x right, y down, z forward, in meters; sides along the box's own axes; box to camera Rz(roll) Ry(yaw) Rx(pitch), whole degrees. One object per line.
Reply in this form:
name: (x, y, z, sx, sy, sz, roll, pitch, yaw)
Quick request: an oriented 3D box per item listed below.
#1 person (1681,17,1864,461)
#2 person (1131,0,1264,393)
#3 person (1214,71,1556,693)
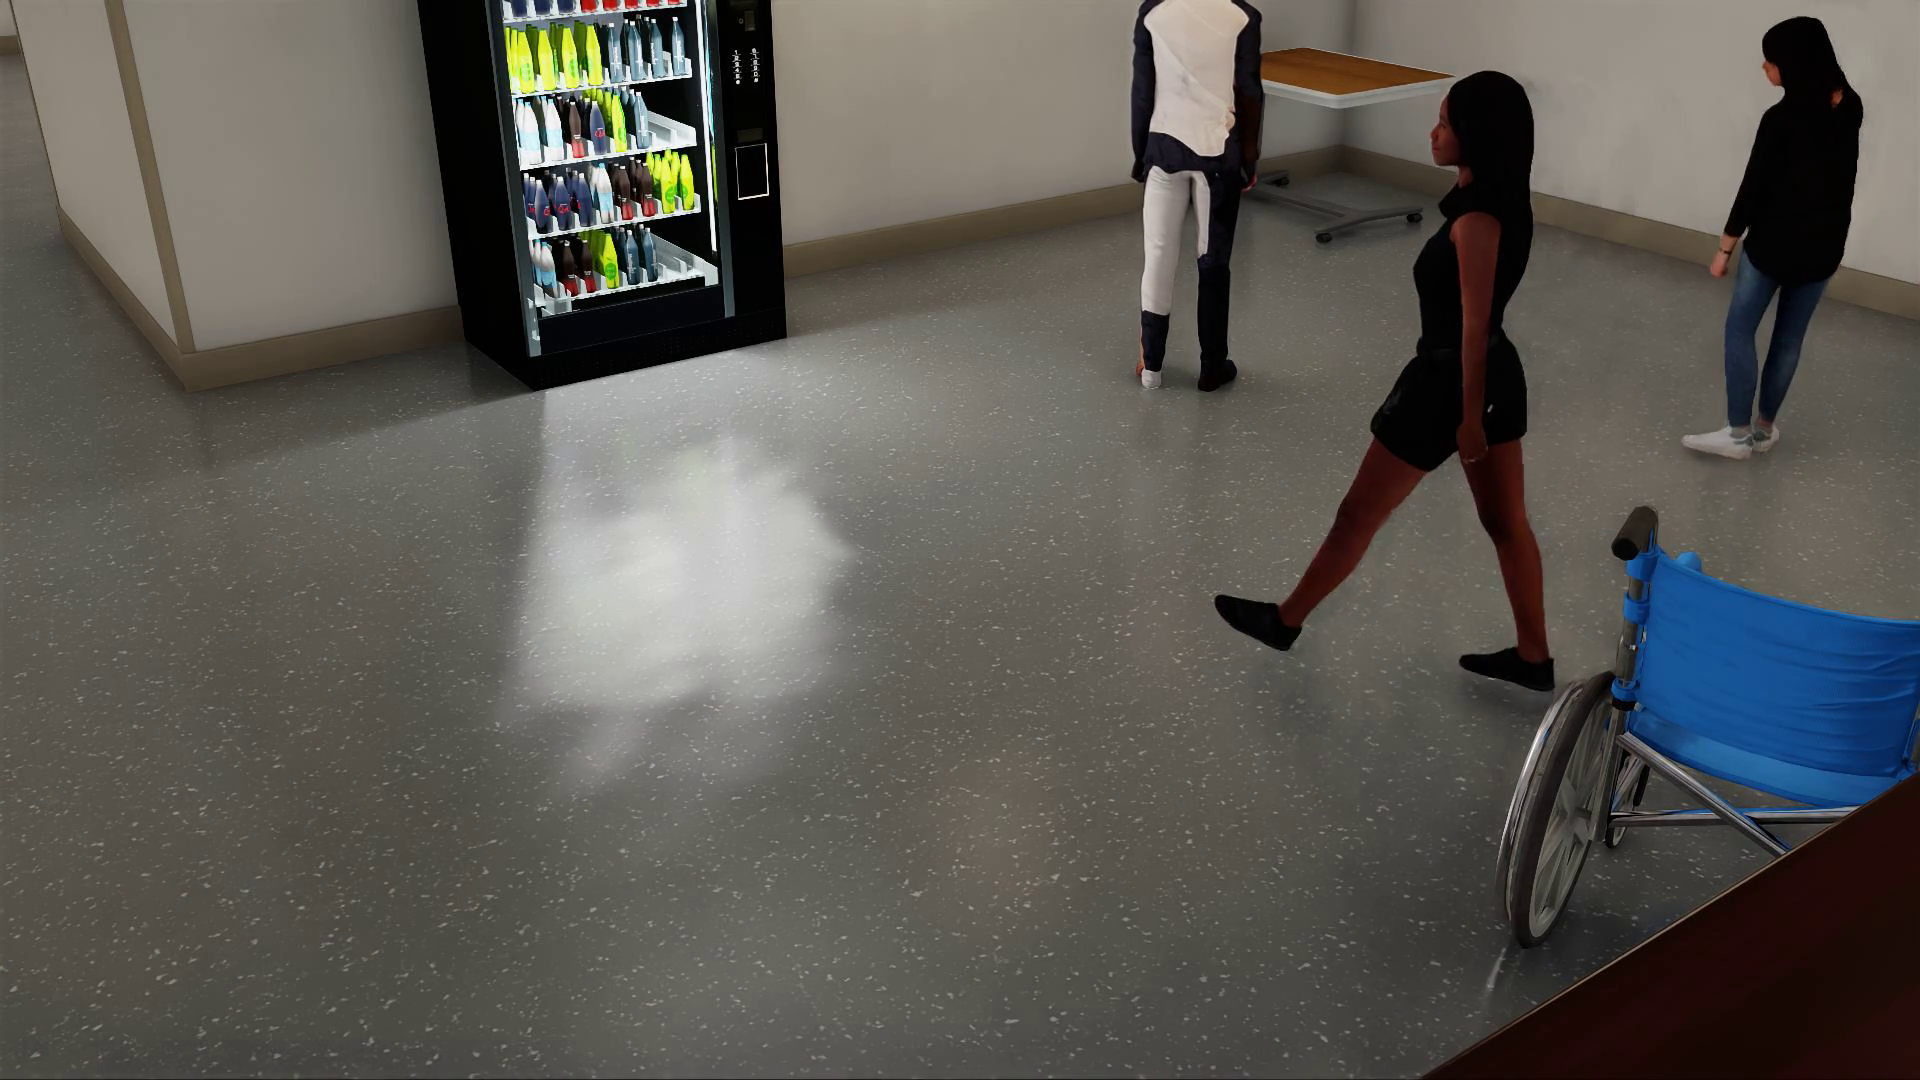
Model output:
person: (3.056, -1.083, 6.074, 0.675, 1.610, 0.799, 3, 26, 6)
person: (0.935, -1.532, 6.679, 0.767, 1.893, 0.809, 7, 27, 13)
person: (1.412, -0.317, 4.400, 1.118, 1.685, 1.202, 11, 28, 21)
